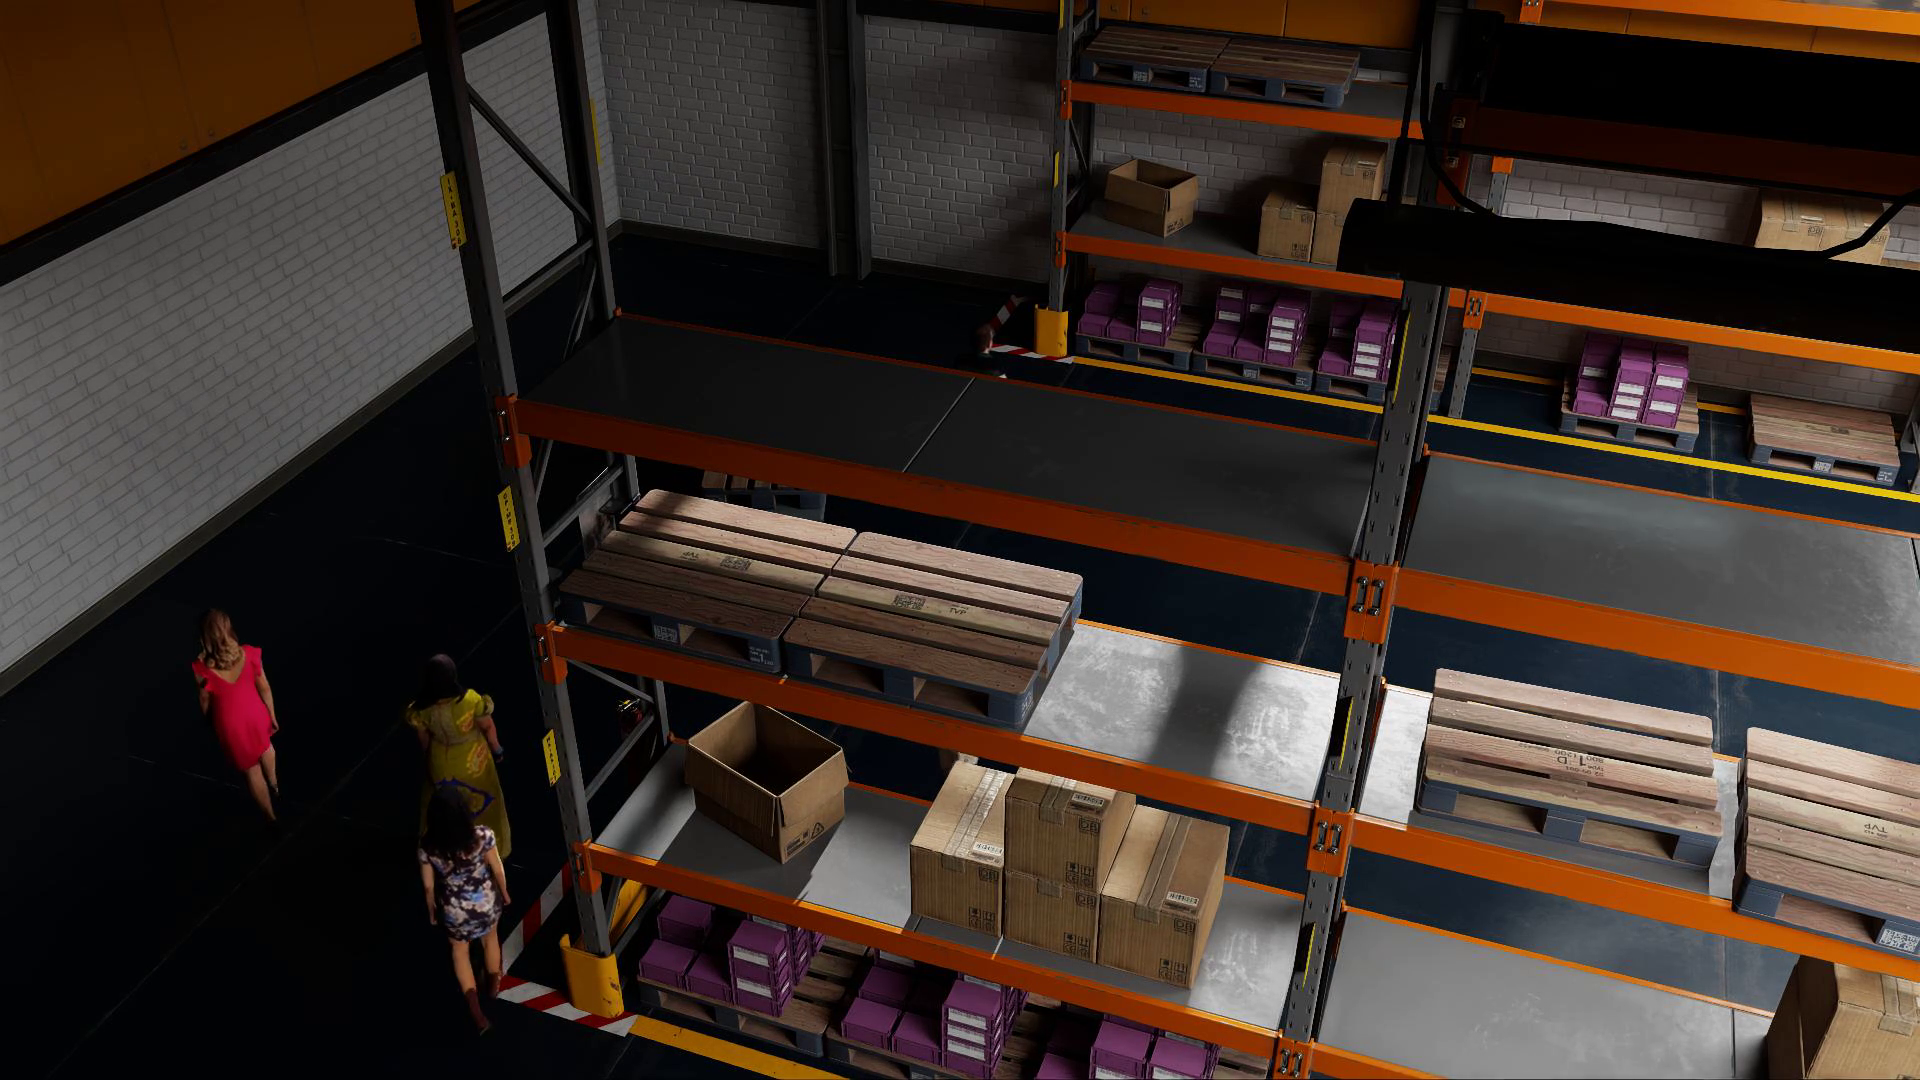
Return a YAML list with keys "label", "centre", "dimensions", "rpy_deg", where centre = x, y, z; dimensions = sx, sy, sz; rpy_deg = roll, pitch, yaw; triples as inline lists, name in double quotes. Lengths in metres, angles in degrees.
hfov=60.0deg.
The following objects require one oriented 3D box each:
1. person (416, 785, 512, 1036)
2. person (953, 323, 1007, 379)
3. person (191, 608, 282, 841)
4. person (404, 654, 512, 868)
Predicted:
- label: "person"
  centre: [-2.755, 2.099, 9.365]
  dimensions: [0.961, 1.721, 0.967]
  rpy_deg: [-11, 35, -16]
- label: "person"
  centre: [0.180, -0.977, 13.883]
  dimensions: [0.553, 1.842, 0.722]
  rpy_deg: [16, 37, 23]
- label: "person"
  centre: [-4.585, 1.222, 10.693]
  dimensions: [0.793, 1.710, 0.877]
  rpy_deg: [-23, 40, -31]
- label: "person"
  centre: [-3.127, 1.451, 10.406]
  dimensions: [0.948, 1.648, 1.025]
  rpy_deg: [-3, 34, -4]
